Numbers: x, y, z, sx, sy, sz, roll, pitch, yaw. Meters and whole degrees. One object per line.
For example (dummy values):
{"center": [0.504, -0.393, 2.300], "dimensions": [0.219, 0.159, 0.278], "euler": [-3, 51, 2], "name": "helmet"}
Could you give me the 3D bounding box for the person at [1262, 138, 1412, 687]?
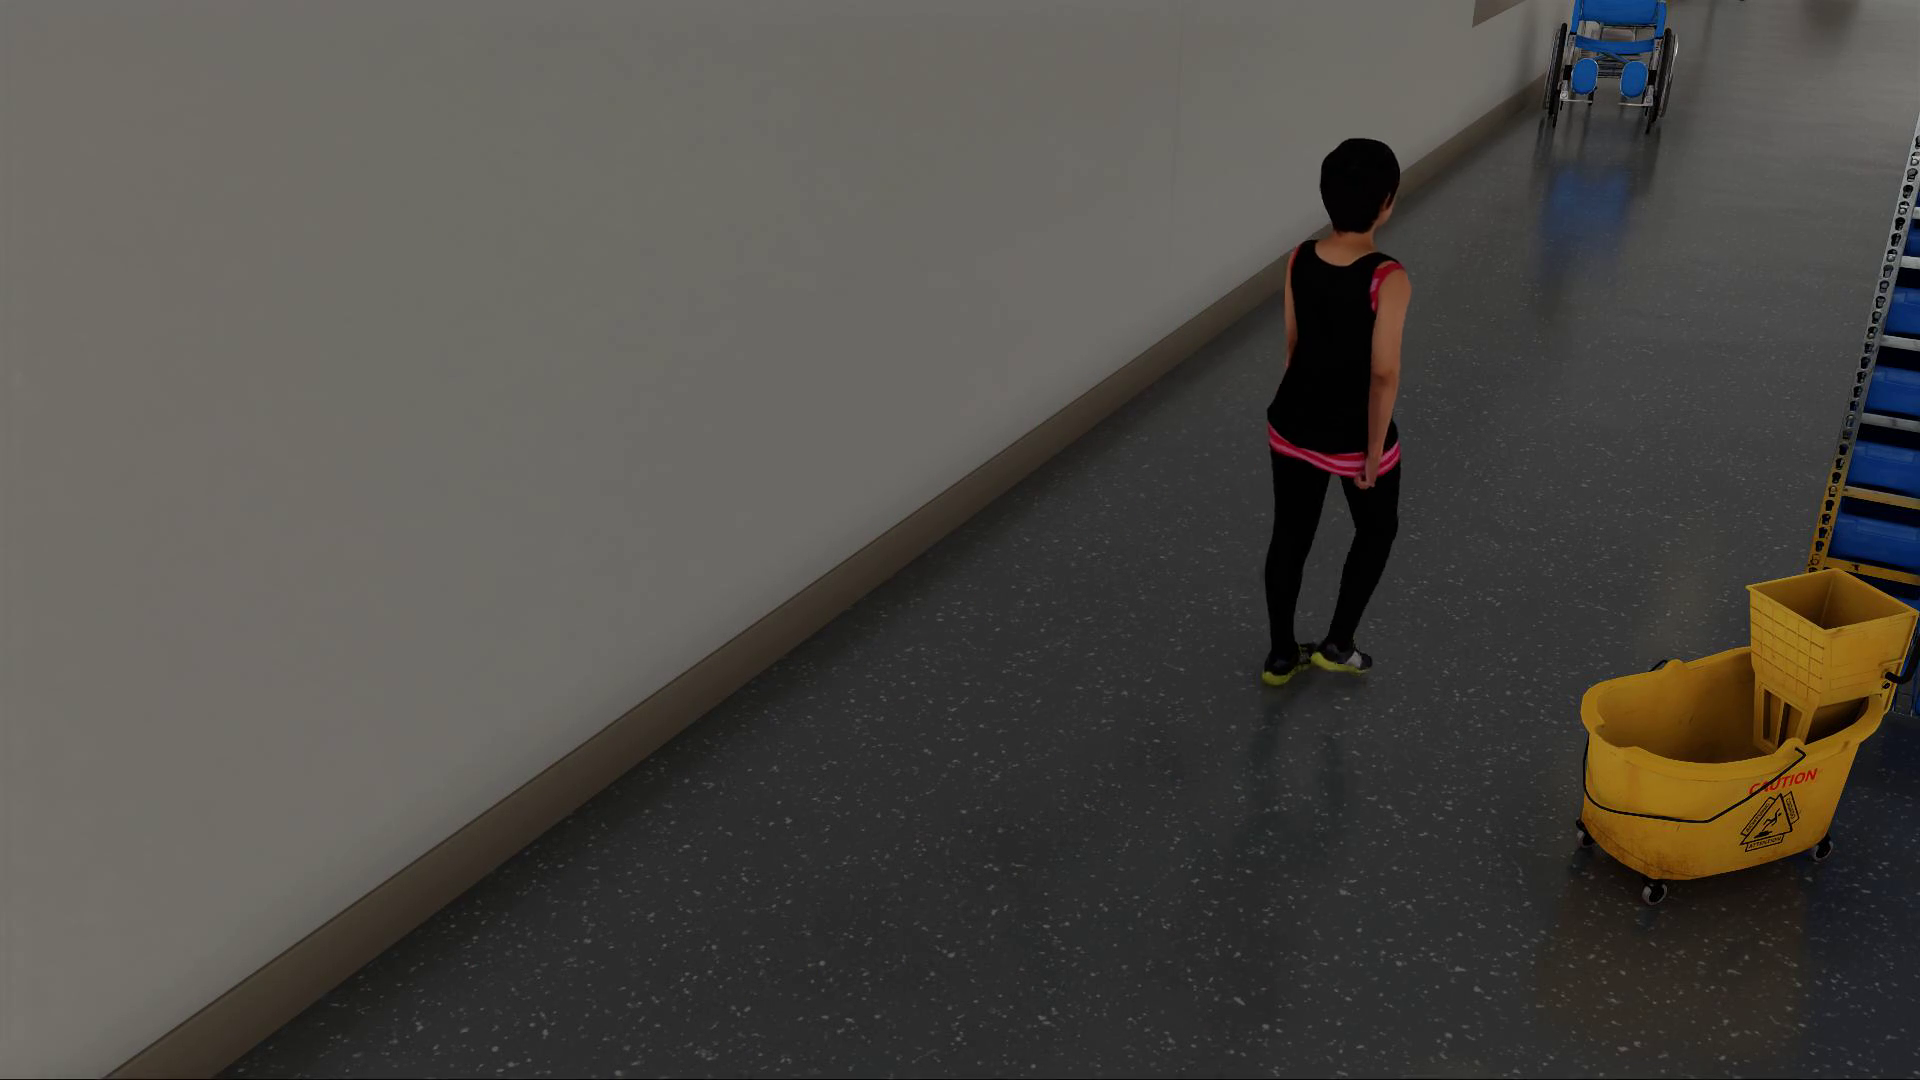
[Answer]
{"center": [0.962, -0.286, 4.478], "dimensions": [0.538, 1.542, 0.640], "euler": [21, 33, 36], "name": "person"}
